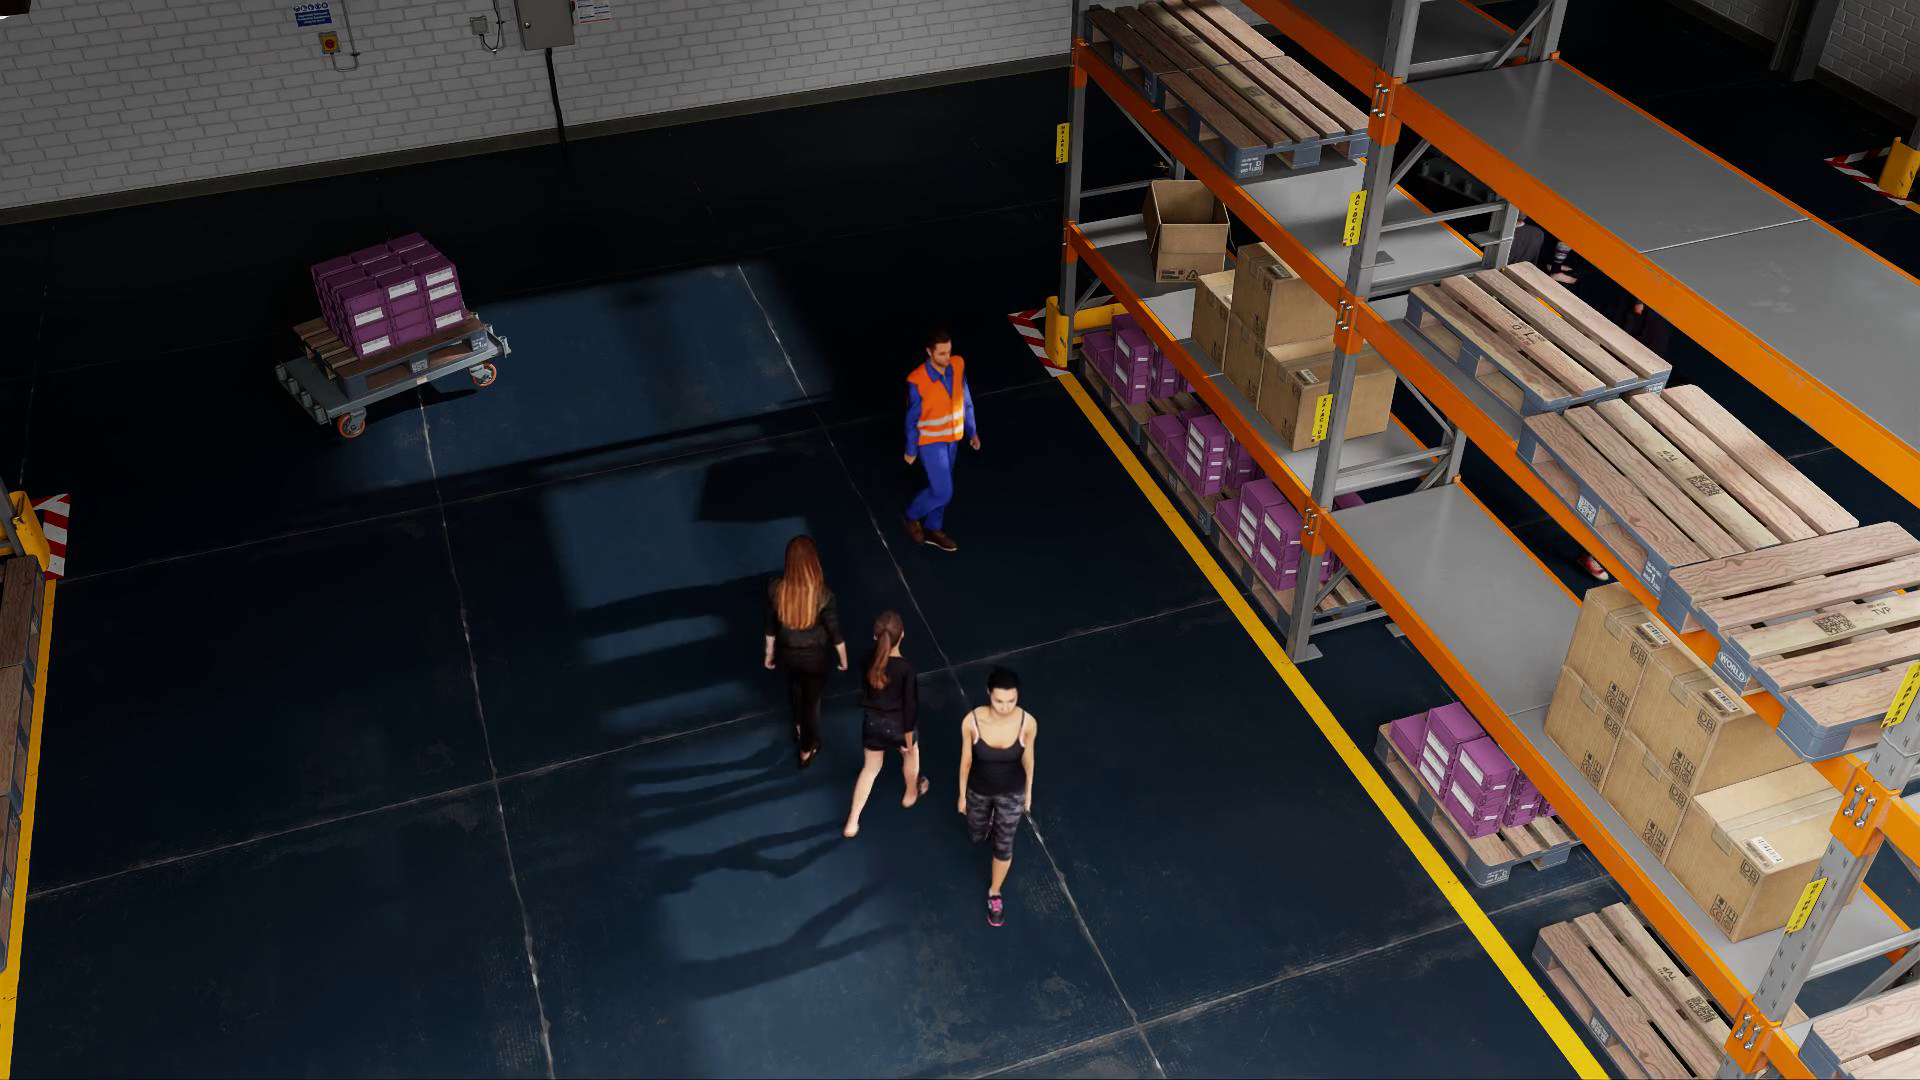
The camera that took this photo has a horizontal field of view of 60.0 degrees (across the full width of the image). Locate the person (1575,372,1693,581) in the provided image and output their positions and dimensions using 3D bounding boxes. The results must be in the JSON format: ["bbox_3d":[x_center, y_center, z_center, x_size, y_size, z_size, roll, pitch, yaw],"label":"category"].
[{"bbox_3d":[4.572,-0.399,11.315,0.719,1.725,1.047,-19,42,-22],"label":"person"}]

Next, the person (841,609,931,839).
[{"bbox_3d":[-0.451,1.085,9.613,0.929,1.530,1.004,14,41,16],"label":"person"}]

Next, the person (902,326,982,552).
[{"bbox_3d":[-0.218,-0.730,11.631,0.891,1.848,0.839,30,47,32],"label":"person"}]

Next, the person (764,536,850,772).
[{"bbox_3d":[-0.971,0.736,9.914,0.758,1.700,0.800,11,40,14],"label":"person"}]

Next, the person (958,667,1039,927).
[{"bbox_3d":[0.192,1.328,9.163,0.795,1.712,1.007,1,39,1],"label":"person"}]
